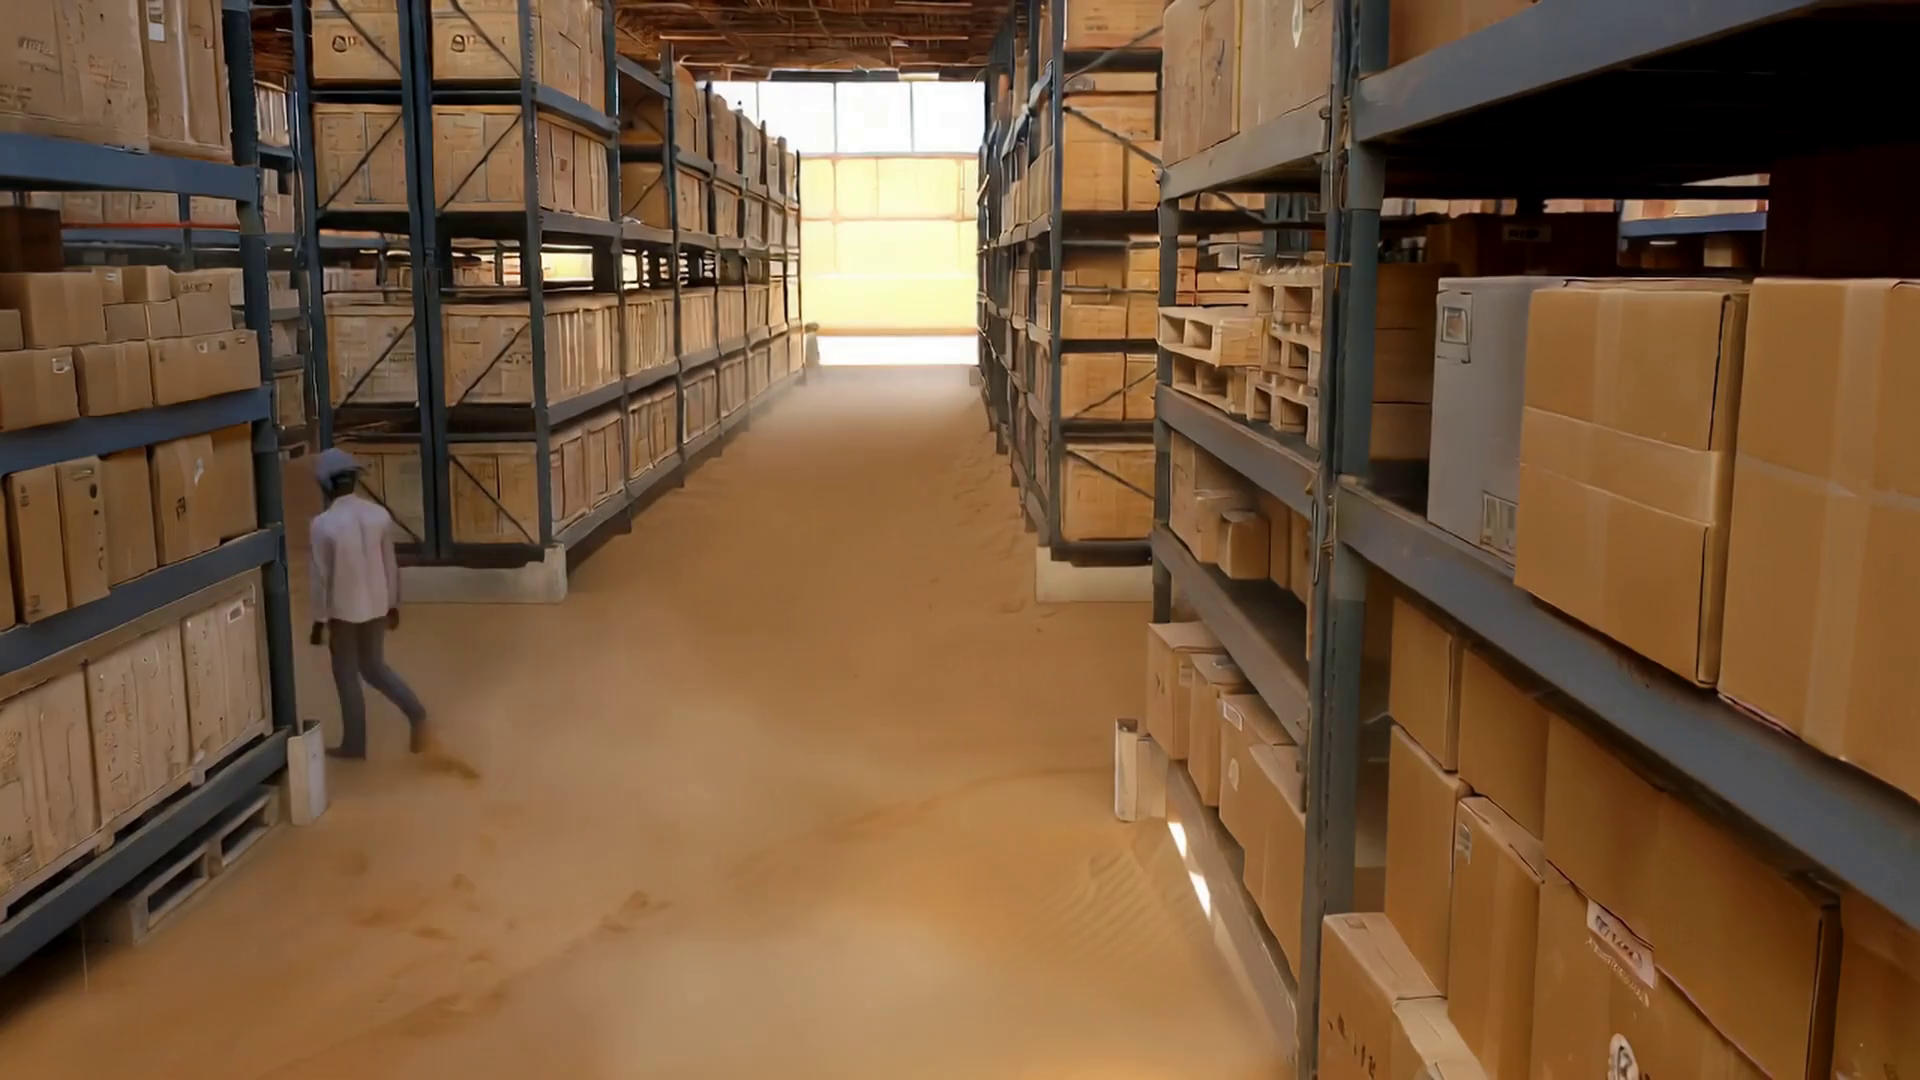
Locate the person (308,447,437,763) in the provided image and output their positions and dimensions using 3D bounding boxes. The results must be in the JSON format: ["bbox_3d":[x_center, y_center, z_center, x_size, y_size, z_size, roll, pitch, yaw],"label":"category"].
[{"bbox_3d":[-3.612,0.419,10.111,0.651,1.967,0.623,4,10,22],"label":"person"}]

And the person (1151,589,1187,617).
[{"bbox_3d":[2.079,-0.170,14.439,0.892,1.727,0.536,-1,9,-4],"label":"person"}]

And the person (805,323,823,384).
[{"bbox_3d":[-3.838,-4.913,43.836,0.686,1.612,0.522,0,9,3],"label":"person"}]
